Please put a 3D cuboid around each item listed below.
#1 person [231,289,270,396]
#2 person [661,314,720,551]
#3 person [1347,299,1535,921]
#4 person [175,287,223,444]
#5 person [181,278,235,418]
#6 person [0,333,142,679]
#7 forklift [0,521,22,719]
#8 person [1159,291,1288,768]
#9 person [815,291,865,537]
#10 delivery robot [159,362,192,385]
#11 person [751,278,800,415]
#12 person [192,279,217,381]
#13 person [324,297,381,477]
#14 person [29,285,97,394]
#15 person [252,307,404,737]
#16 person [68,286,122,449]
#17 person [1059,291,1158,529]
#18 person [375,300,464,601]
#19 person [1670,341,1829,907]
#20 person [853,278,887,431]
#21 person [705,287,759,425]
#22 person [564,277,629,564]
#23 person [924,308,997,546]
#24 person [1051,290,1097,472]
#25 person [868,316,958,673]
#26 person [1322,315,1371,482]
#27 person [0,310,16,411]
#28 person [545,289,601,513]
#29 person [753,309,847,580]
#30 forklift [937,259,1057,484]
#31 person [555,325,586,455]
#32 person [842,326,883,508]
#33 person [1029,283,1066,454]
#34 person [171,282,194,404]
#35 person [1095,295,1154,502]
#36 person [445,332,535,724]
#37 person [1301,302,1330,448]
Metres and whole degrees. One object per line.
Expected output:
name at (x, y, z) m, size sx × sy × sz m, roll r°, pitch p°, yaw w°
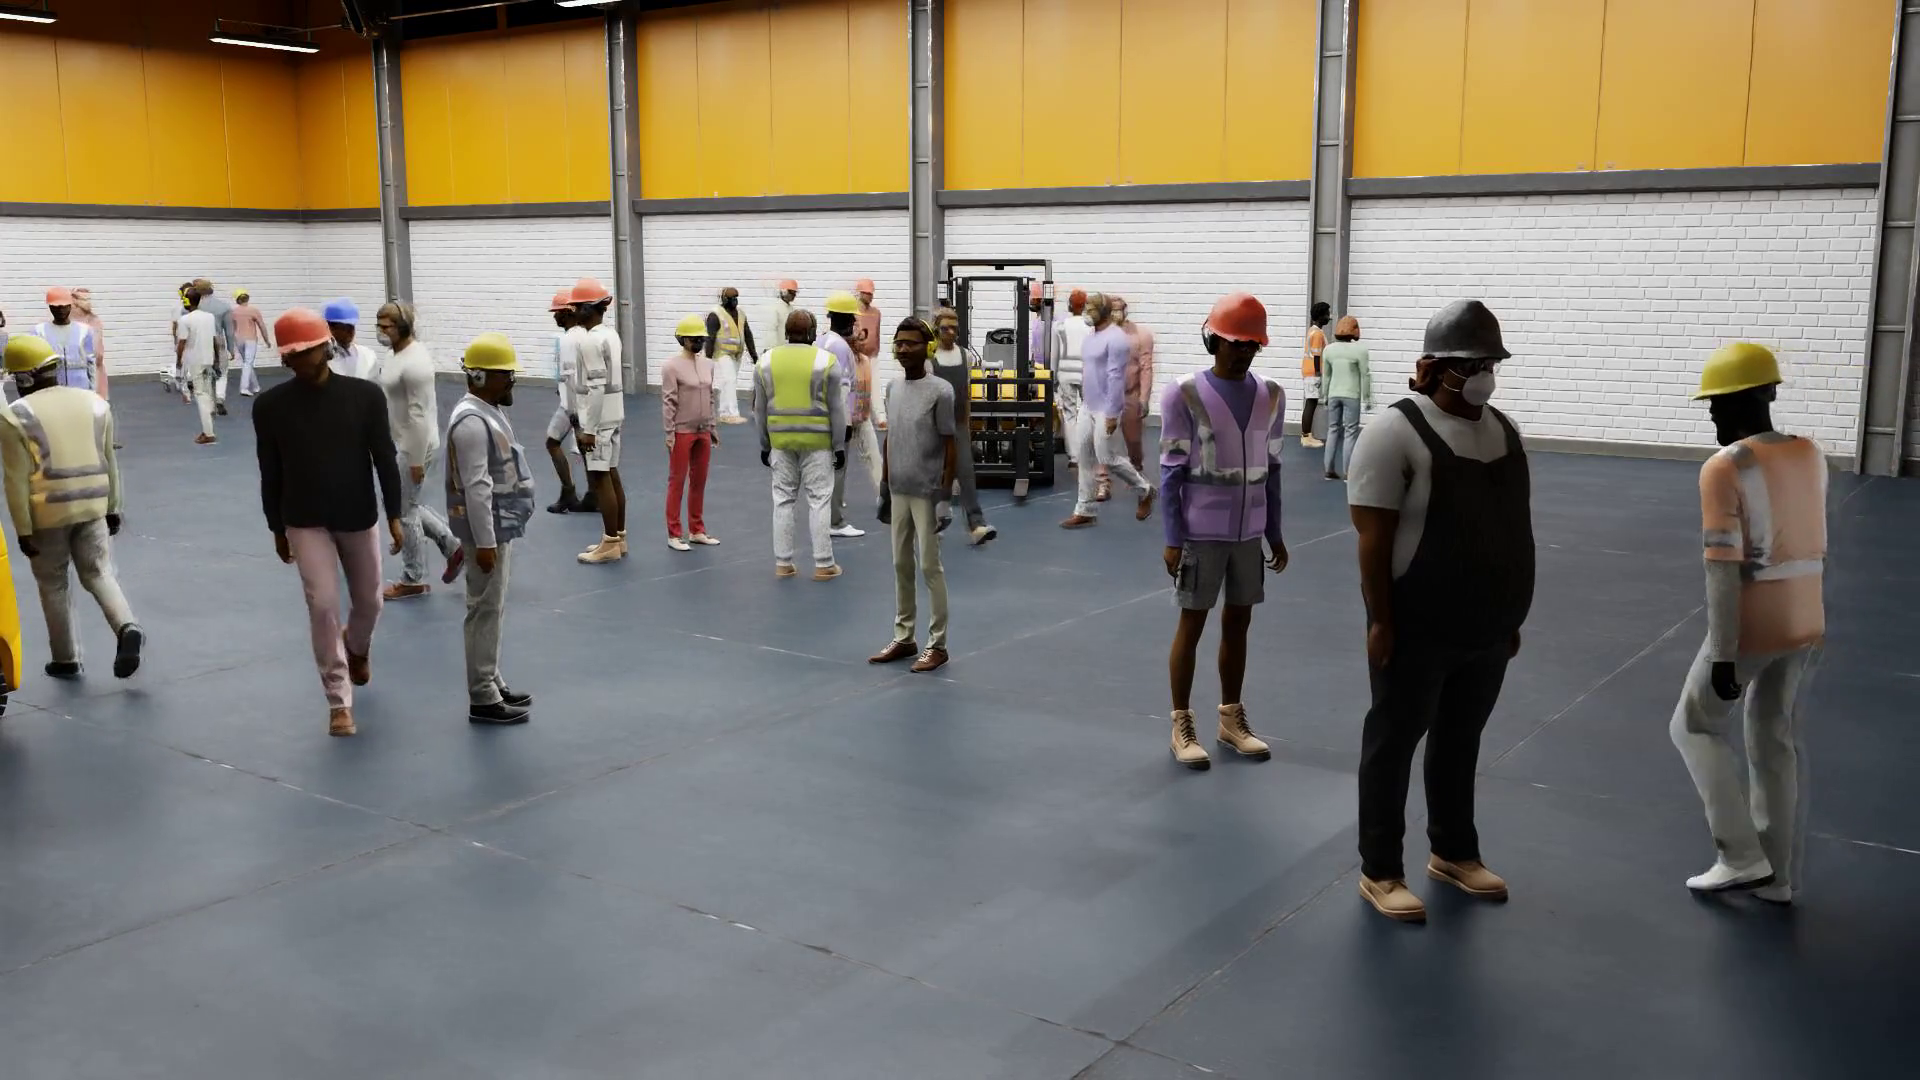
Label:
person at (-11.465, -3.174, 26.744) m, size 0.540 × 1.705 × 0.881 m, roll 1°, pitch 10°, yaw 4°
person at (-2.006, -0.807, 12.489) m, size 0.326 × 1.767 × 0.533 m, roll 7°, pitch 12°, yaw 35°
person at (1.638, 0.227, 5.511) m, size 0.673 × 2.000 × 0.536 m, roll -5°, pitch 11°, yaw -27°
person at (-9.035, -2.055, 19.648) m, size 0.527 × 1.852 × 0.563 m, roll 4°, pitch 10°, yaw 21°
person at (-10.295, -2.621, 22.797) m, size 0.649 × 1.929 × 0.443 m, roll -4°, pitch 10°, yaw -24°
person at (-4.493, -0.143, 8.425) m, size 0.711 × 1.805 × 0.605 m, roll 6°, pitch 11°, yaw 33°
forklift at (-5.296, -0.090, 6.943) m, size 1.214 × 2.155 × 2.313 m, roll 7°, pitch 12°, yaw 35°
person at (1.146, -0.042, 7.134) m, size 0.605 × 2.034 × 0.389 m, roll -4°, pitch 10°, yaw -23°
person at (-0.951, -0.989, 13.100) m, size 0.386 × 1.922 × 0.594 m, roll -3°, pitch 10°, yaw -20°
delivery robot at (-12.827, -2.763, 27.458) m, size 0.477 × 0.478 × 0.707 m, roll 5°, pitch 11°, yaw 29°
person at (-2.450, -2.618, 22.821) m, size 1.069 × 1.941 × 0.623 m, roll 6°, pitch 11°, yaw 33°
person at (-13.562, -3.759, 29.840) m, size 0.373 × 1.840 × 0.571 m, roll 7°, pitch 12°, yaw 34°
person at (-4.345, -0.742, 11.653) m, size 0.847 × 1.920 × 0.620 m, roll 8°, pitch 12°, yaw 38°
person at (-8.320, -1.395, 15.484) m, size 0.549 × 1.935 × 0.372 m, roll -6°, pitch 11°, yaw -32°
person at (-2.953, -0.116, 7.801) m, size 0.621 × 1.960 × 0.804 m, roll -4°, pitch 10°, yaw -24°
person at (-10.137, -1.973, 19.128) m, size 0.824 × 1.876 × 0.643 m, roll 3°, pitch 10°, yaw 19°
person at (1.191, -1.043, 13.426) m, size 0.756 × 1.922 × 0.635 m, roll -4°, pitch 11°, yaw -25°
person at (-3.459, -0.568, 10.611) m, size 0.559 × 1.917 × 0.642 m, roll -5°, pitch 11°, yaw -28°
person at (2.649, 0.289, 5.586) m, size 0.594 × 1.900 × 0.482 m, roll -5°, pitch 11°, yaw -27°
person at (-1.269, -2.375, 21.331) m, size 0.622 × 1.948 × 1.038 m, roll -7°, pitch 12°, yaw -37°
person at (-2.985, -2.430, 22.030) m, size 0.805 × 1.810 × 0.653 m, roll 6°, pitch 11°, yaw 34°
person at (-2.610, -0.848, 11.906) m, size 0.391 × 2.040 × 0.615 m, roll 0°, pitch 10°, yaw 2°
person at (-0.074, -0.842, 12.608) m, size 0.522 × 1.797 × 0.954 m, roll -5°, pitch 11°, yaw -25°
person at (1.222, -1.655, 17.286) m, size 0.576 × 1.848 × 0.863 m, roll 1°, pitch 10°, yaw 4°
person at (-0.248, -0.242, 8.795) m, size 0.532 × 1.876 × 0.319 m, roll 9°, pitch 13°, yaw 42°
person at (3.783, -1.380, 16.311) m, size 0.502 × 1.635 × 0.314 m, roll 9°, pitch 13°, yaw 43°
person at (-11.535, -1.997, 20.040) m, size 0.830 × 1.590 × 0.526 m, roll 1°, pitch 10°, yaw 9°
person at (-3.351, -1.177, 14.236) m, size 0.583 × 1.913 × 0.551 m, roll 2°, pitch 10°, yaw 14°
person at (-1.067, -0.642, 11.287) m, size 0.634 × 1.839 × 0.429 m, roll 2°, pitch 10°, yaw 13°
forklift at (0.370, -1.738, 16.759) m, size 1.214 × 2.155 × 2.313 m, roll 1°, pitch 10°, yaw 3°
person at (-4.130, -1.710, 18.315) m, size 0.545 × 1.598 × 0.807 m, roll -8°, pitch 13°, yaw -40°
person at (-0.866, -1.048, 14.394) m, size 0.863 × 1.590 × 0.542 m, roll 6°, pitch 11°, yaw 32°
person at (0.827, -1.885, 18.476) m, size 0.823 × 1.905 × 0.572 m, roll -2°, pitch 10°, yaw -10°
person at (-11.573, -2.941, 25.022) m, size 0.520 × 1.830 × 0.890 m, roll -8°, pitch 12°, yaw -40°
person at (1.478, -1.321, 15.269) m, size 0.632 × 1.868 × 0.952 m, roll 3°, pitch 10°, yaw 15°
person at (-2.205, -0.059, 7.844) m, size 0.403 × 1.827 × 0.599 m, roll -2°, pitch 10°, yaw -10°
person at (4.129, -1.916, 19.325) m, size 0.320 × 1.691 × 0.528 m, roll 1°, pitch 10°, yaw 8°
